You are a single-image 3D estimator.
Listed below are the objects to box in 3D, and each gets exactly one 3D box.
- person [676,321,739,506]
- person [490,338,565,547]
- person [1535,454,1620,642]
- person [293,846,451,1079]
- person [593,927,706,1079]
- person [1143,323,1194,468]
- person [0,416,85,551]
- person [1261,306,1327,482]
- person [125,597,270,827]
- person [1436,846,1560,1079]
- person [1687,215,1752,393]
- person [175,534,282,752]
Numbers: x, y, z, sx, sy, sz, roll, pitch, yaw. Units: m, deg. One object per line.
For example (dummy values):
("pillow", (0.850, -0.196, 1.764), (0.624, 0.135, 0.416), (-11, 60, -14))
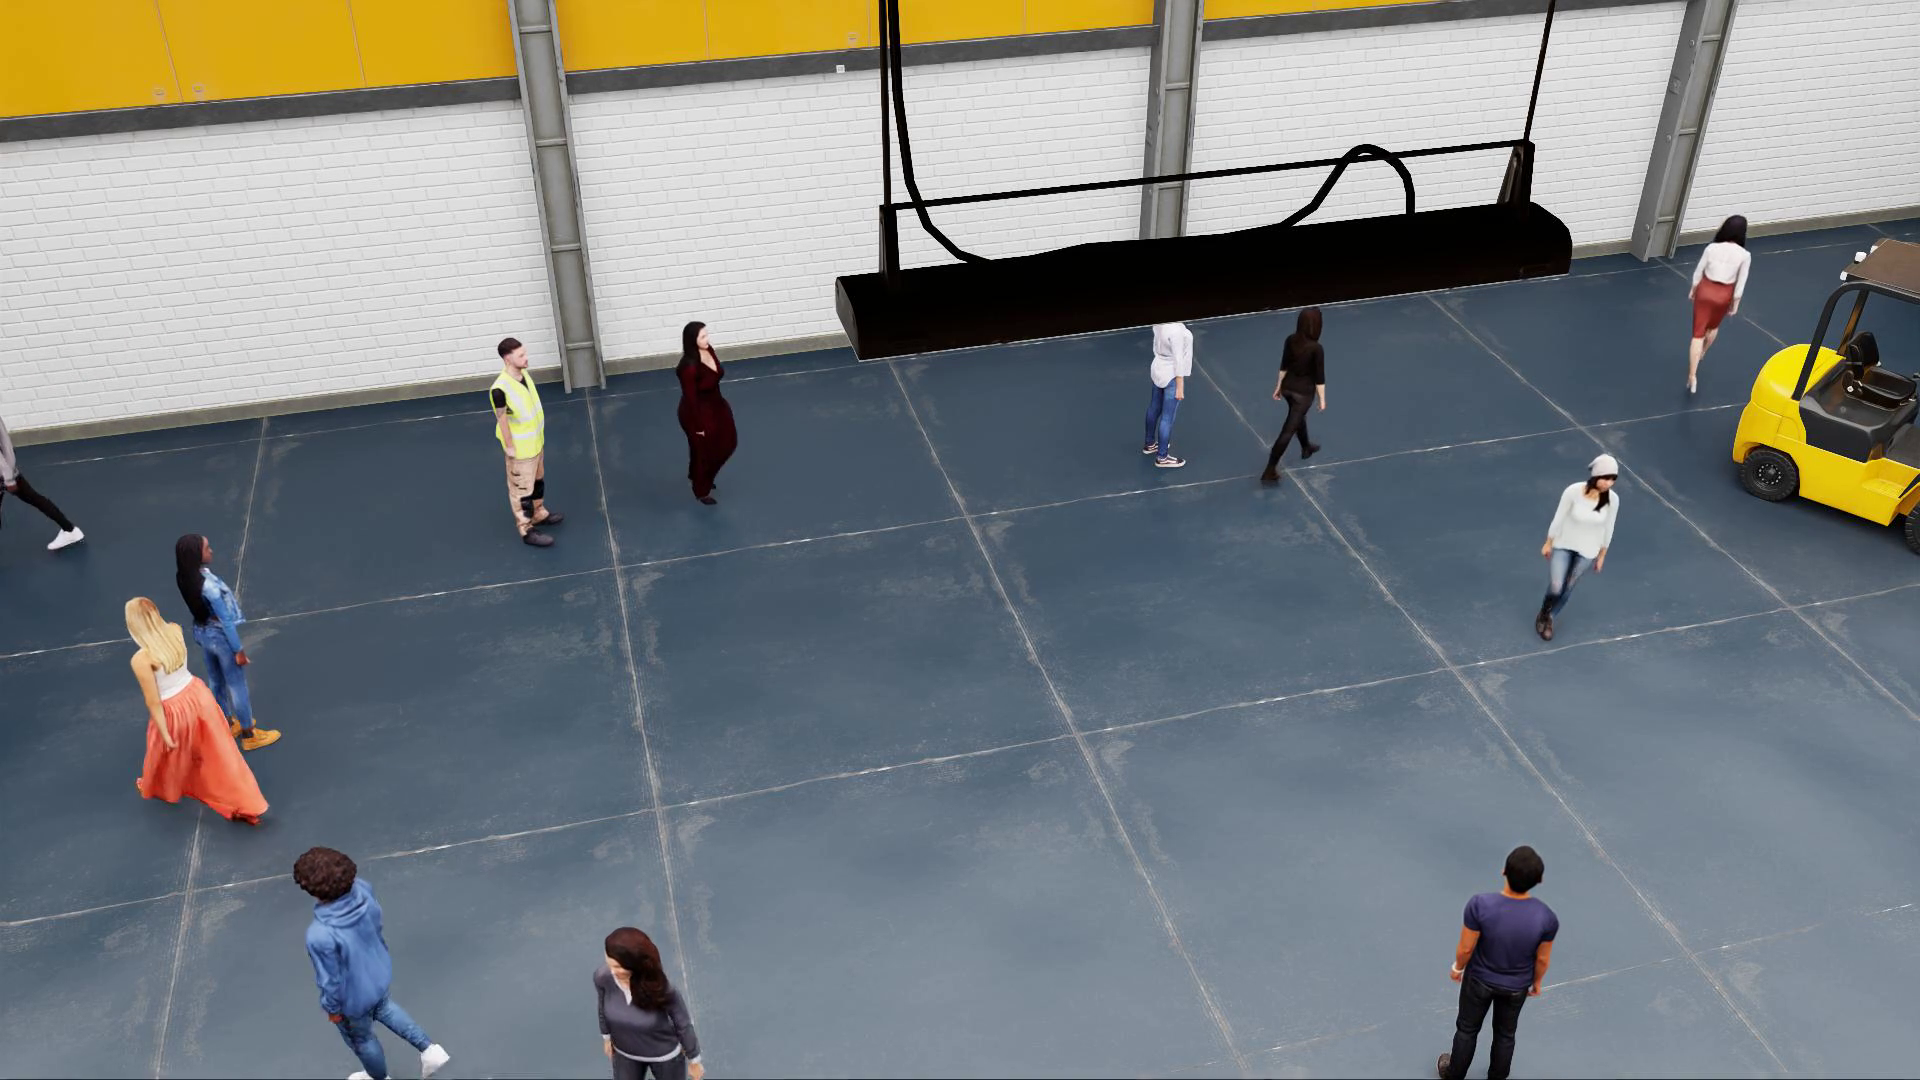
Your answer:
("person", (-2.266, -1.081, 14.129), (0.853, 1.749, 0.817), (8, 35, 12))
("person", (-3.592, -0.839, 13.678), (0.823, 1.844, 0.806), (3, 34, 5))
("person", (4.648, 0.020, 12.574), (0.669, 1.636, 0.769), (8, 34, 12))
("person", (-3.156, 2.368, 8.900), (0.993, 1.793, 0.903), (10, 35, 15))
("person", (-1.605, 2.575, 8.624), (0.749, 1.753, 0.883), (3, 34, 4))
("person", (1.827, -1.478, 14.758), (0.619, 1.713, 0.642), (-11, 35, -16))
("person", (-7.637, -0.588, 13.408), (1.235, 1.726, 0.850), (-17, 37, -24))
("person", (2.898, -1.233, 14.493), (1.165, 1.599, 0.901), (-25, 41, -32))
("person", (-4.933, 1.157, 10.768), (1.307, 1.741, 1.125), (12, 35, 17))
("person", (2.887, 2.346, 8.932), (0.624, 1.793, 0.775), (6, 34, 8))
("person", (7.176, -2.220, 15.889), (1.086, 1.698, 1.086), (13, 36, 19))
("person", (-5.122, 0.702, 11.481), (0.675, 1.712, 0.707), (23, 40, 31))
